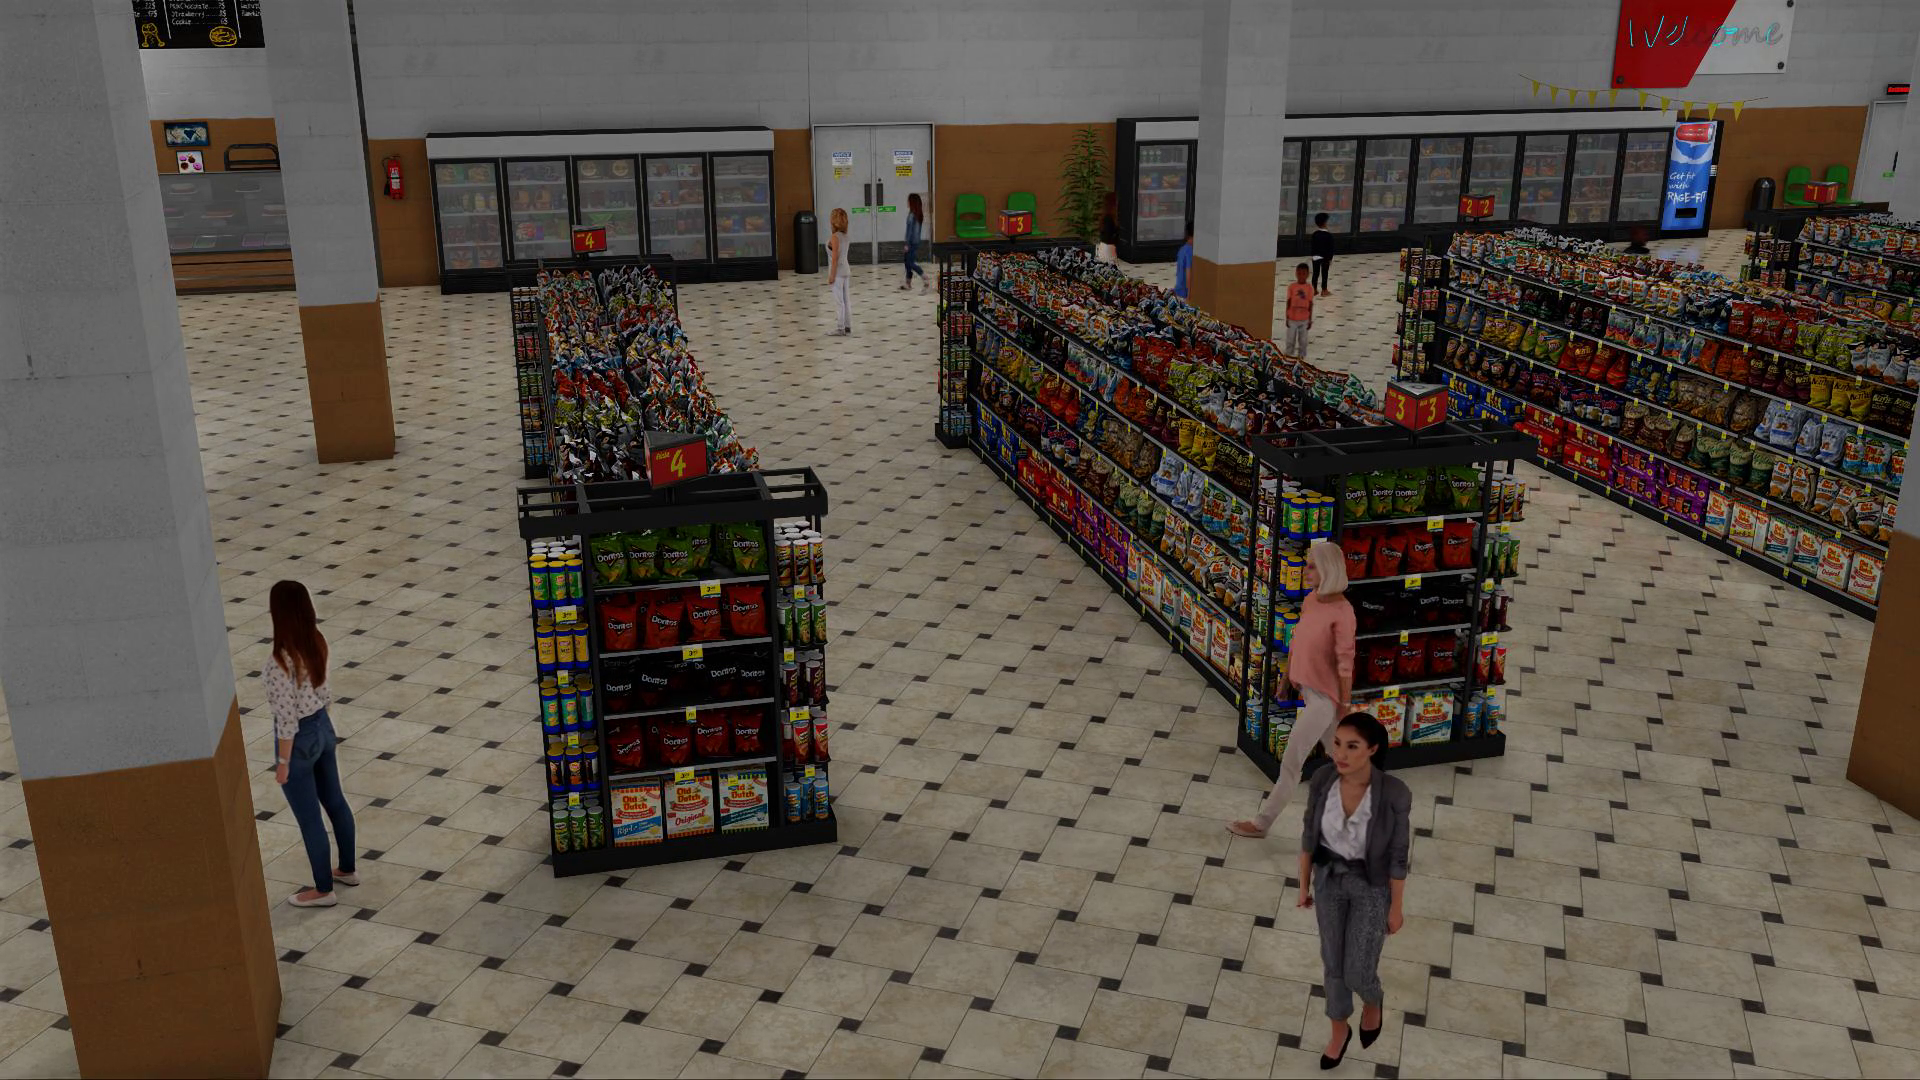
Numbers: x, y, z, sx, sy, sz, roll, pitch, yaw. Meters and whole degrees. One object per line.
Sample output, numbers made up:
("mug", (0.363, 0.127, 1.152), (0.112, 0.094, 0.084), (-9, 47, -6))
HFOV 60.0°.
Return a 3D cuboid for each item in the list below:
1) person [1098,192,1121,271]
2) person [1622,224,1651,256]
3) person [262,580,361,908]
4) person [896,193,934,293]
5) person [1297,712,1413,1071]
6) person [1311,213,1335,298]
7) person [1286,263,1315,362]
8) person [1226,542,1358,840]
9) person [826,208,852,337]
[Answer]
("person", (1.987, -4.036, 23.414), (0.910, 1.679, 1.035), (2, 19, 5))
("person", (7.822, -2.790, 19.492), (0.842, 1.823, 0.756), (8, 20, 23))
("person", (-3.279, 1.015, 8.356), (0.714, 1.729, 0.593), (4, 19, 13))
("person", (-0.671, -4.441, 24.951), (0.845, 1.465, 0.858), (4, 19, 11))
("person", (1.715, 1.481, 7.076), (0.761, 1.663, 0.831), (14, 23, 36))
("person", (5.386, -4.251, 24.765), (0.553, 1.223, 0.638), (15, 24, 38))
("person", (4.064, -2.677, 19.968), (0.549, 1.305, 0.592), (6, 19, 16))
("person", (2.021, 0.839, 8.969), (0.665, 1.671, 1.066), (-5, 19, -14))
("person", (-1.584, -3.541, 21.957), (0.735, 1.671, 0.643), (6, 20, 18))
